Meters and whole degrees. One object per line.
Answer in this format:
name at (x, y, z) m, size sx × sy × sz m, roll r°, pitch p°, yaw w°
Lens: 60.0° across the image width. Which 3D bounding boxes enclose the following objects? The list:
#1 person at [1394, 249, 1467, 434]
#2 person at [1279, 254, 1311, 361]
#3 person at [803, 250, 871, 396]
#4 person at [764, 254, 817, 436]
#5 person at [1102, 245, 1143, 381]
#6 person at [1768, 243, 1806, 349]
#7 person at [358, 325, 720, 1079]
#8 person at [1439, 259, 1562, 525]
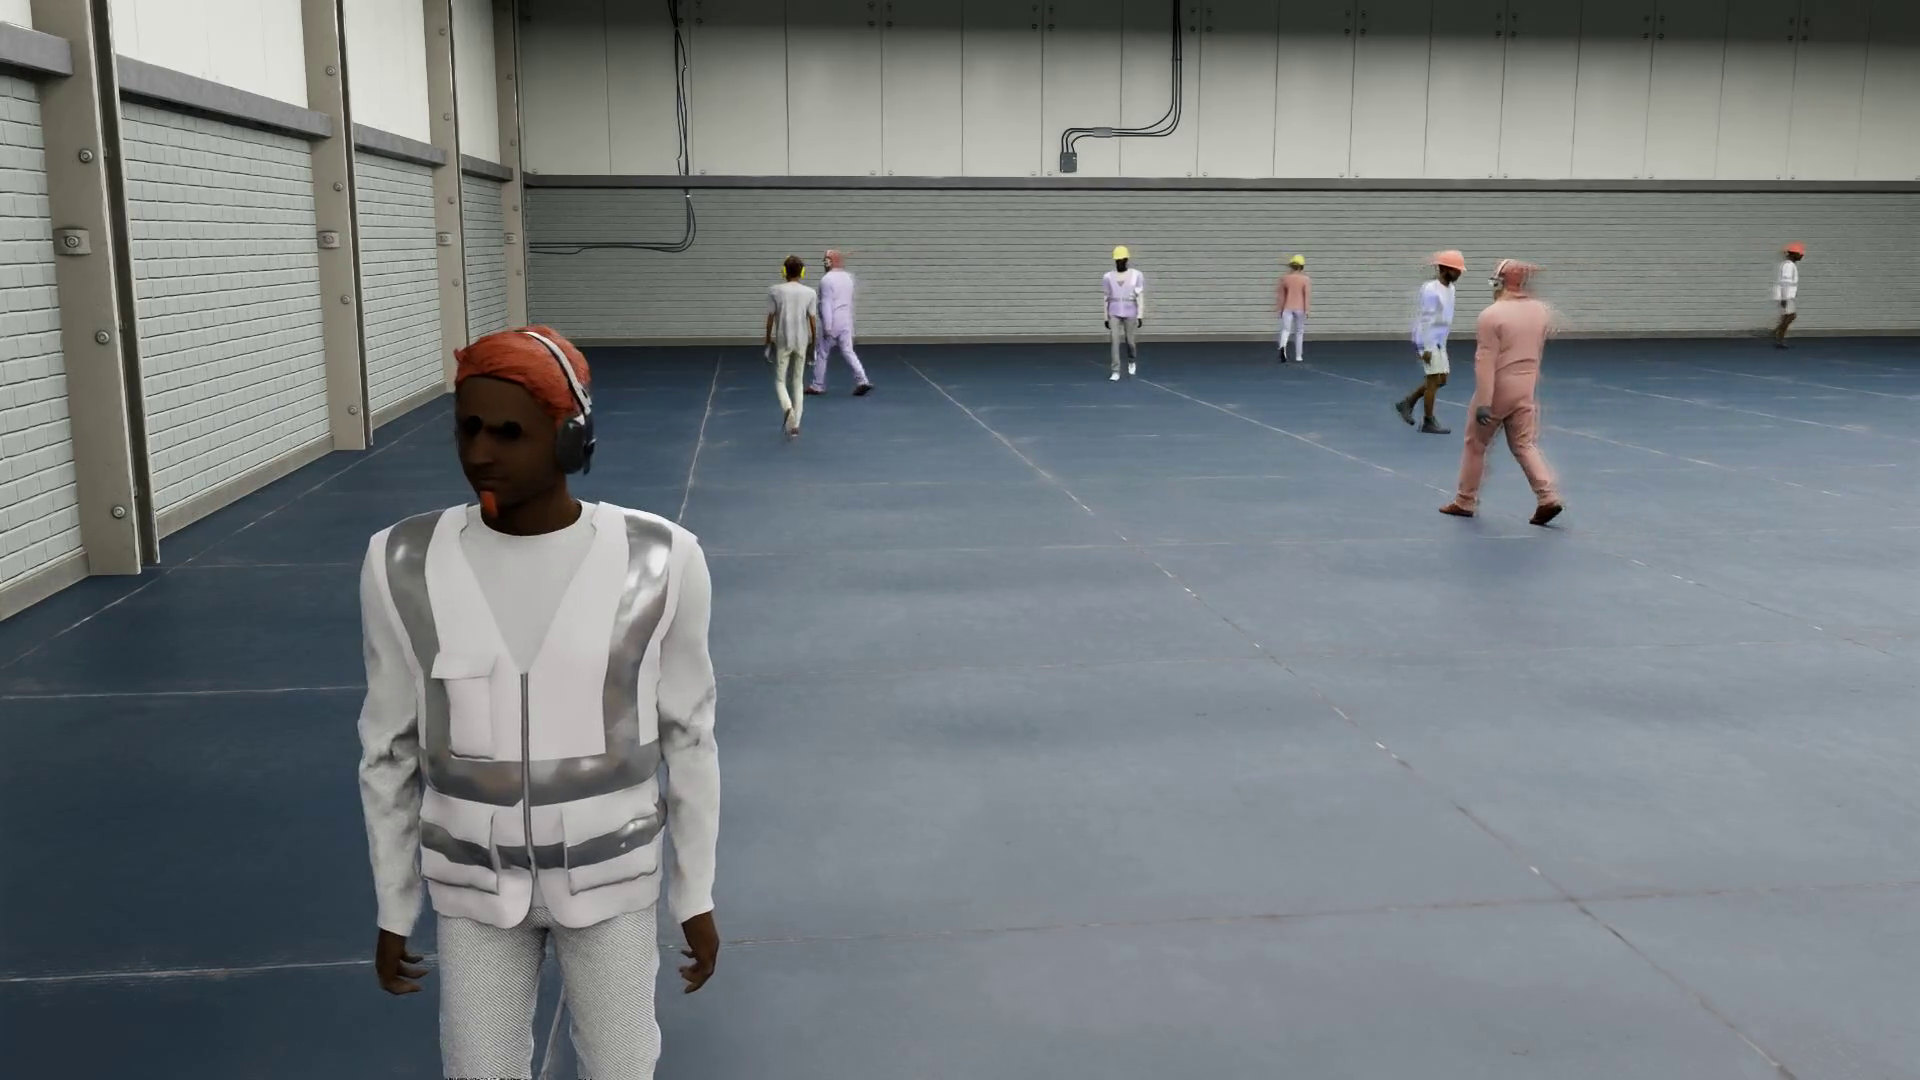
person at (4.869, -2.041, 17.169) m, size 0.650 × 1.904 × 0.552 m, roll 9°, pitch 14°, yaw 40°
person at (5.385, -3.733, 26.837) m, size 0.527 × 1.743 × 0.735 m, roll 5°, pitch 11°, yaw 26°
person at (-1.561, -2.761, 21.205) m, size 0.978 × 1.864 × 0.657 m, roll 6°, pitch 12°, yaw 31°
person at (-1.703, -1.954, 16.794) m, size 0.548 × 1.855 × 0.567 m, roll -2°, pitch 11°, yaw -13°
person at (2.319, -3.229, 23.651) m, size 0.593 × 1.902 × 0.723 m, roll 3°, pitch 11°, yaw 14°
person at (14.970, -4.394, 29.999) m, size 0.417 × 1.914 × 0.552 m, roll 7°, pitch 13°, yaw 35°
person at (-0.691, 0.588, 2.782) m, size 0.579 × 1.881 × 0.342 m, roll -1°, pitch 10°, yaw -5°
person at (3.881, -1.047, 11.769) m, size 0.647 × 1.870 × 0.925 m, roll -5°, pitch 12°, yaw -27°
